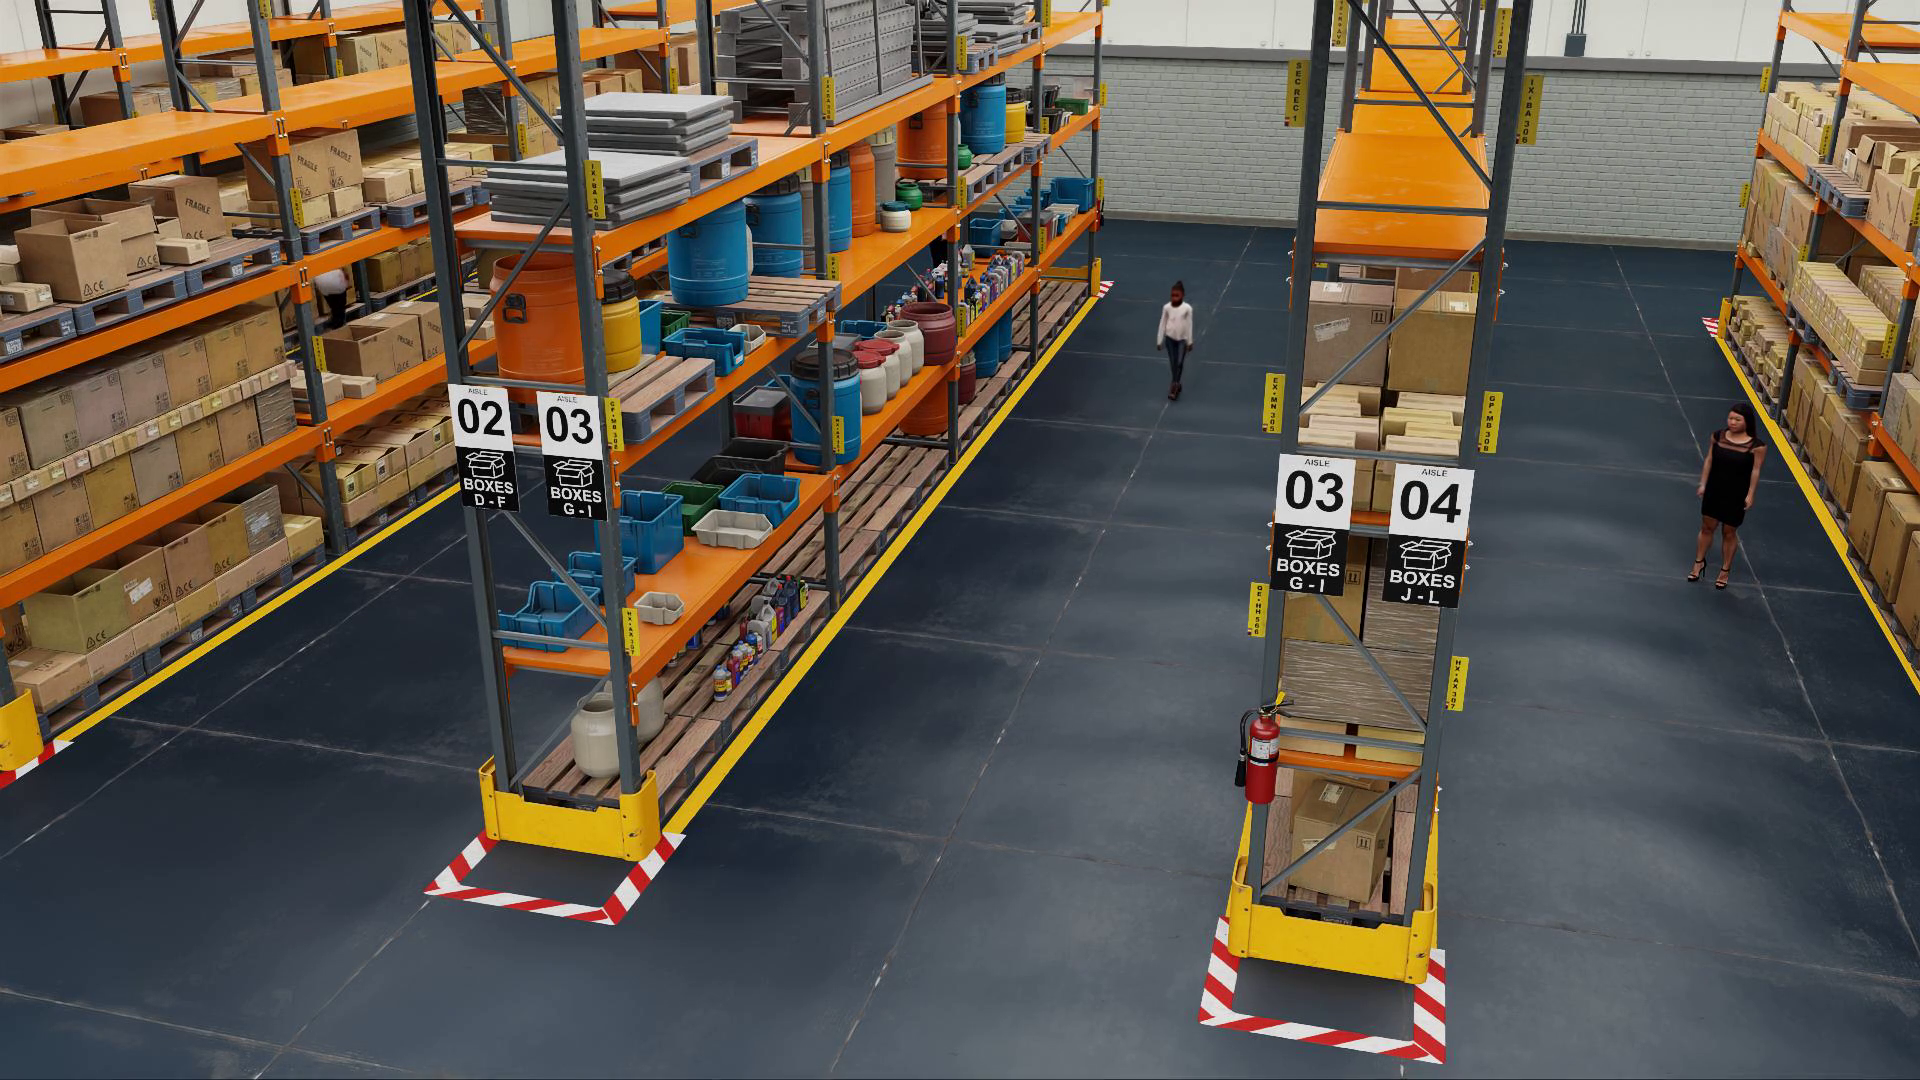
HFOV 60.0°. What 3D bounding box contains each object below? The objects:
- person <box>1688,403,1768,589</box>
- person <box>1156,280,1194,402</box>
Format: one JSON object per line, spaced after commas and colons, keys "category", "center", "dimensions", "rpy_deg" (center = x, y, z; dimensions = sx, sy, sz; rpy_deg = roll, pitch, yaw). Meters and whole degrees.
{"category": "person", "center": [6.847, -0.405, 14.853], "dimensions": [0.777, 1.718, 0.758], "rpy_deg": [-20, 29, -40]}
{"category": "person", "center": [2.654, -2.436, 20.195], "dimensions": [0.652, 1.434, 0.914], "rpy_deg": [10, 24, 22]}
